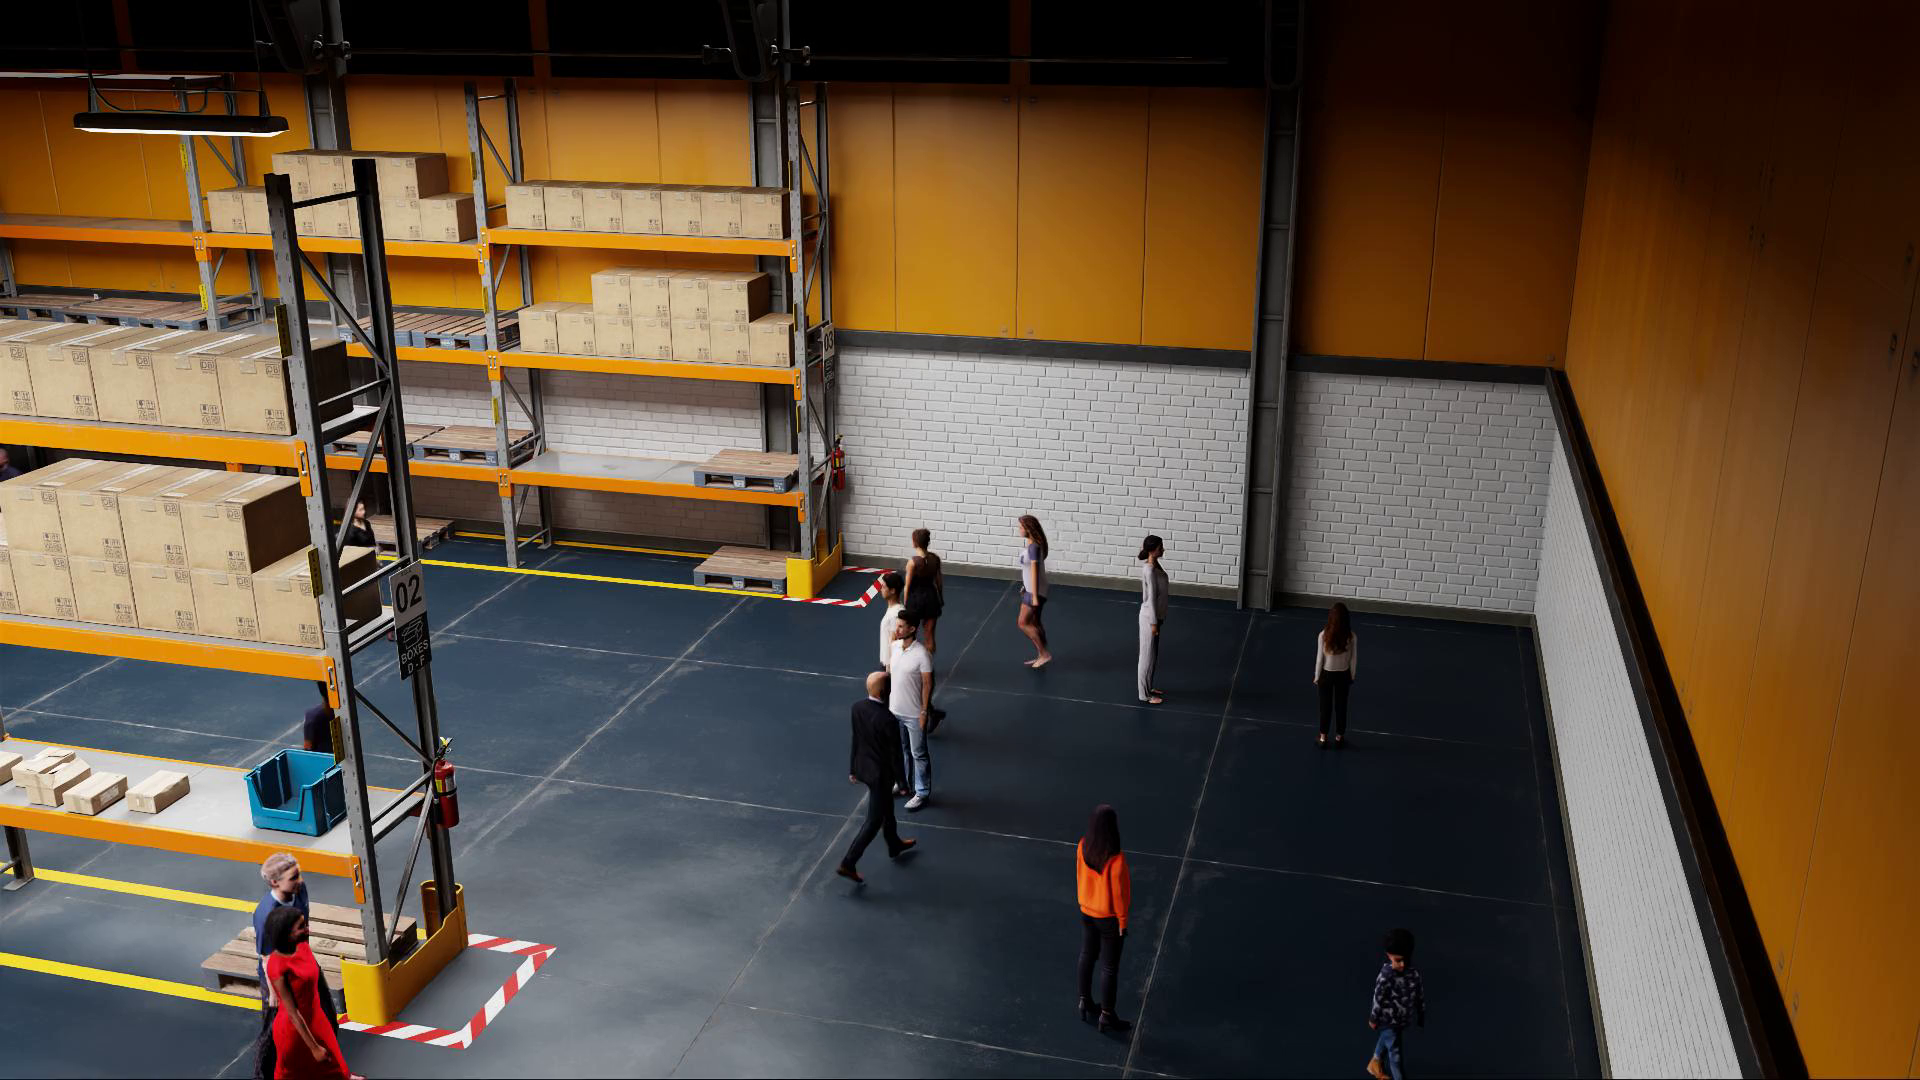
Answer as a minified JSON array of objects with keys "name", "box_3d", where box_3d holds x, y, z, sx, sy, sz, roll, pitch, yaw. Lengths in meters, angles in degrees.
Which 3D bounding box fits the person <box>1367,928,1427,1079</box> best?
[{"name":"person","box_3d":[2.866,3.127,11.097,0.842,1.221,0.861,-8,20,-22]}]

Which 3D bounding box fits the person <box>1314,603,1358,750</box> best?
[{"name":"person","box_3d":[3.626,1.313,16.070,0.493,1.485,0.636,1,19,3]}]

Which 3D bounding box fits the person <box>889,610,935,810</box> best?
[{"name":"person","box_3d":[-0.453,1.496,14.933,0.811,1.864,0.697,-15,24,-38]}]

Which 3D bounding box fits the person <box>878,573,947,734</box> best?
[{"name":"person","box_3d":[-0.546,1.154,16.224,1.164,1.688,0.936,-4,19,-11]}]

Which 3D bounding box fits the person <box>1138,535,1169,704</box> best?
[{"name":"person","box_3d":[1.970,0.798,17.147,0.550,1.774,0.594,4,19,10]}]

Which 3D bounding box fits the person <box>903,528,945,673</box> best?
[{"name":"person","box_3d":[-0.411,0.671,17.667,0.811,1.682,0.865,-7,20,-19]}]

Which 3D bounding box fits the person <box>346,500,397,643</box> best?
[{"name":"person","box_3d":[-6.759,0.352,18.632,1.088,1.670,0.730,1,19,2]}]

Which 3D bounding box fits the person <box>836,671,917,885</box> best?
[{"name":"person","box_3d":[-0.740,1.958,13.692,1.166,1.781,1.251,-17,25,-41]}]

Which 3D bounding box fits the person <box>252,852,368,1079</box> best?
[{"name":"person","box_3d":[-4.480,2.858,10.944,0.928,1.829,0.671,4,19,11]}]

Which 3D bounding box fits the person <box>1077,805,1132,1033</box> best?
[{"name":"person","box_3d":[1.001,2.641,11.715,0.774,1.747,0.697,-13,22,-33]}]

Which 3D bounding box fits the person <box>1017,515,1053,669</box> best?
[{"name":"person","box_3d":[0.904,0.573,17.925,0.655,1.702,0.674,1,19,3]}]

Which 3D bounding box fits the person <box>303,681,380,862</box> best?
[{"name":"person","box_3d":[-5.347,1.899,13.935,1.170,1.736,0.726,8,20,23]}]

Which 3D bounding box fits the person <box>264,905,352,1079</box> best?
[{"name":"person","box_3d":[-4.211,3.105,10.412,1.033,1.700,0.619,3,19,9]}]
